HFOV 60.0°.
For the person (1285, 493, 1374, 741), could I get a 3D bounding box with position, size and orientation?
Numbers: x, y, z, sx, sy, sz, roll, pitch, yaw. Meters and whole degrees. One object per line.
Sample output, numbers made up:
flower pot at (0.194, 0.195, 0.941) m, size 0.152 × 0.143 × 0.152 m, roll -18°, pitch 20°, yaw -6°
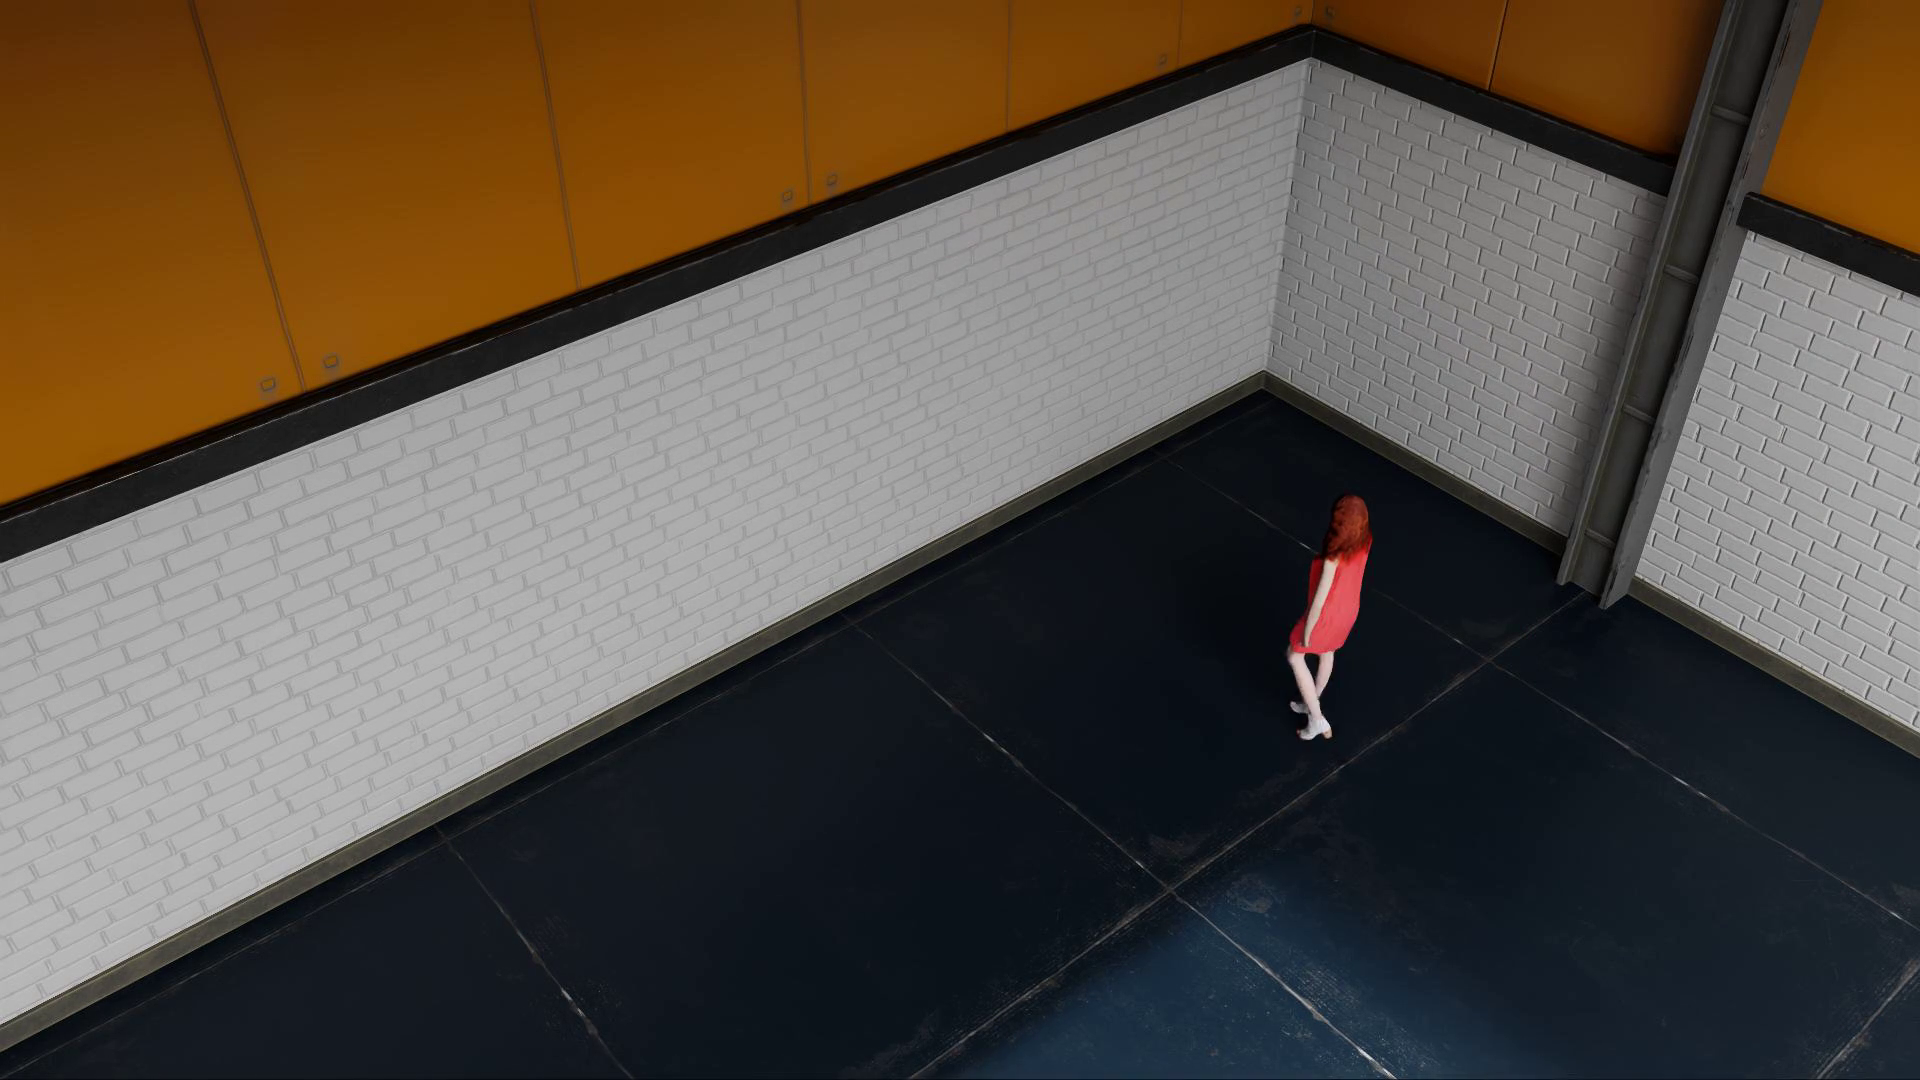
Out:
person at (2.256, 0.492, 9.927) m, size 0.611 × 1.819 × 0.635 m, roll -27°, pitch 46°, yaw -30°
